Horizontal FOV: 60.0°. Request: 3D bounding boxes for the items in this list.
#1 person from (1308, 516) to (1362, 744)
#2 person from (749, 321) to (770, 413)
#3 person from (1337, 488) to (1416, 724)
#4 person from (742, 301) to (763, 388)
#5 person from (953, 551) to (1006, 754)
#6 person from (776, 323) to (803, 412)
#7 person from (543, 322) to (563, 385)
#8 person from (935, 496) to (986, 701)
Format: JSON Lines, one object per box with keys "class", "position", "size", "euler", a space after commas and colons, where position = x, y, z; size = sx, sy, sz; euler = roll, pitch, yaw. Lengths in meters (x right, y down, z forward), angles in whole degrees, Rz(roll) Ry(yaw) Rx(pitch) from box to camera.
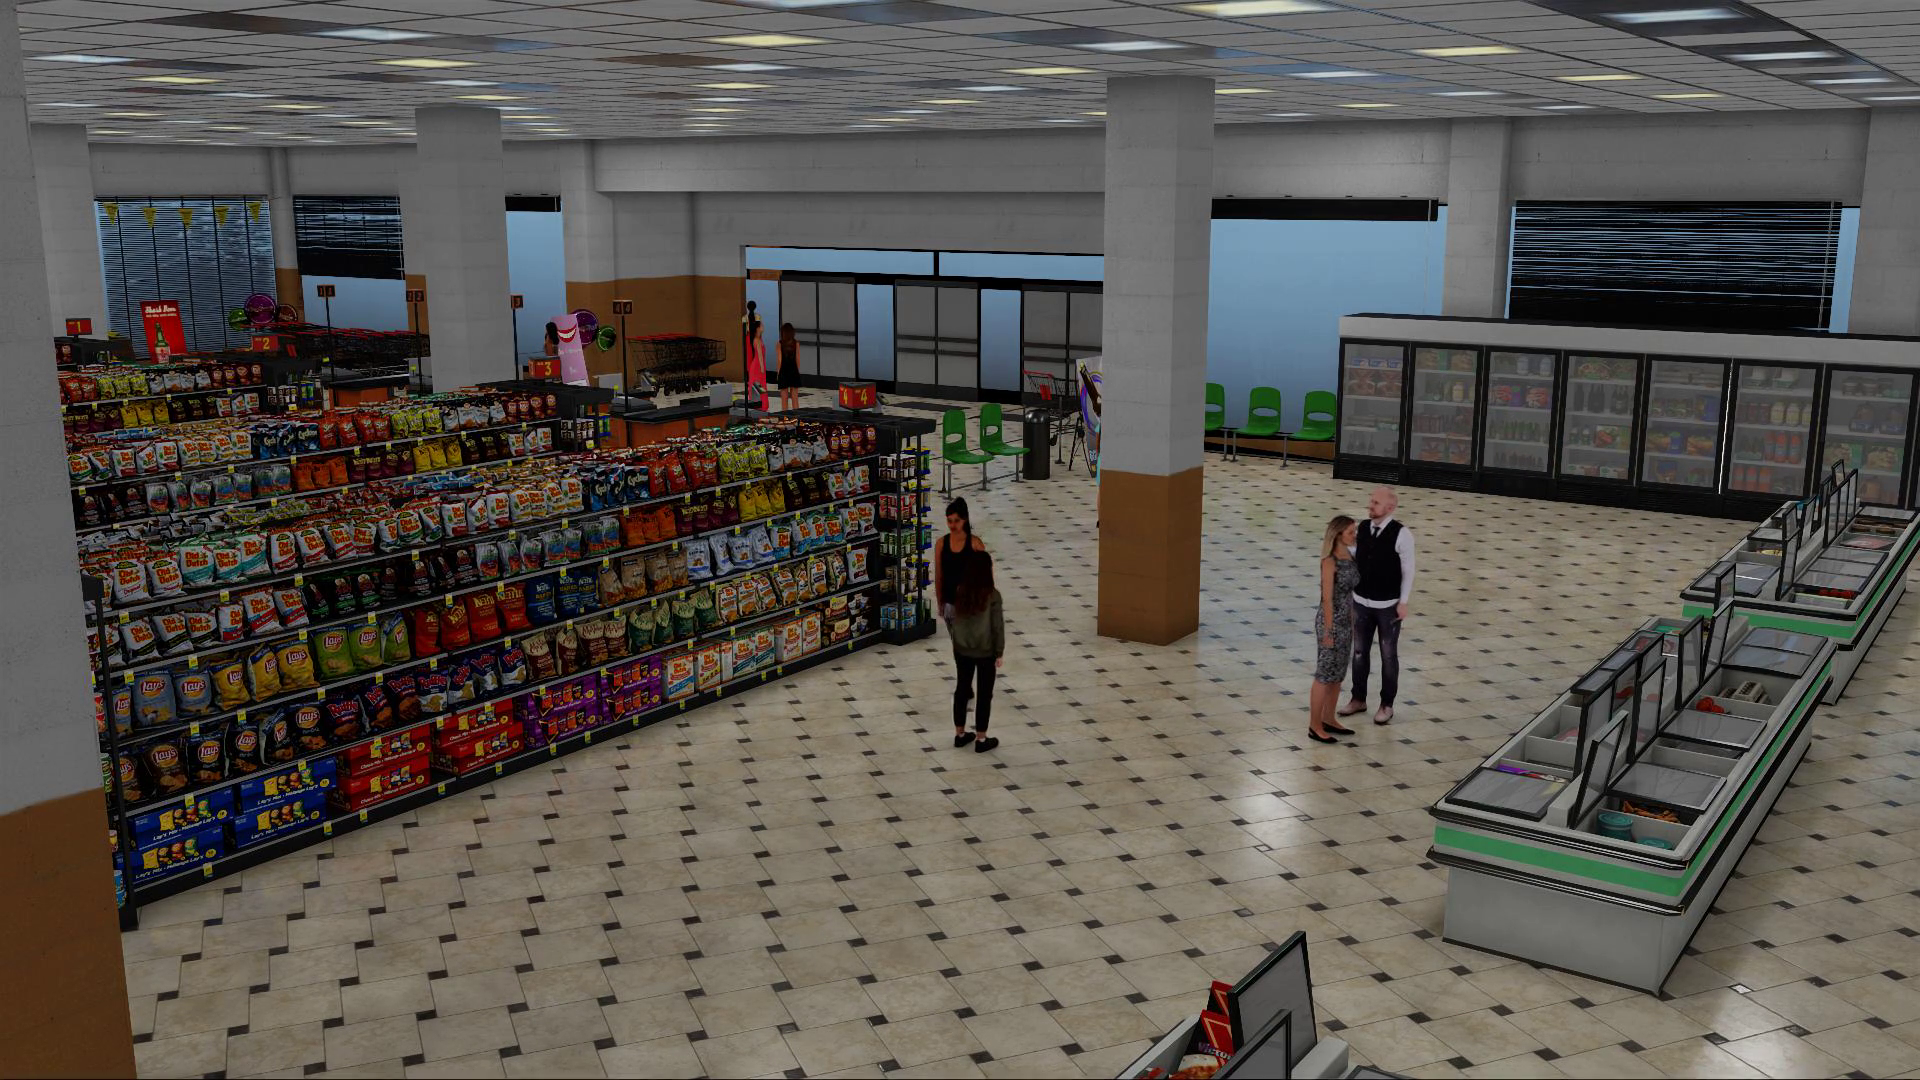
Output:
{"class": "person", "position": [2.764, 0.647, 12.337], "size": [0.604, 1.699, 0.425], "euler": [8, 14, 34]}
{"class": "person", "position": [-3.648, -3.102, 30.074], "size": [0.748, 1.727, 0.713], "euler": [-4, 13, -19]}
{"class": "person", "position": [3.223, 0.486, 12.805], "size": [0.718, 1.823, 0.646], "euler": [11, 16, 42]}
{"class": "person", "position": [-4.300, -4.076, 34.540], "size": [0.638, 1.793, 0.742], "euler": [-5, 13, -23]}
{"class": "person", "position": [0.110, 0.805, 12.134], "size": [0.576, 1.474, 0.499], "euler": [7, 14, 31]}
{"class": "person", "position": [-2.905, -2.763, 28.204], "size": [0.627, 1.835, 0.722], "euler": [-5, 13, -22]}
{"class": "person", "position": [-7.534, -3.216, 30.817], "size": [0.784, 1.645, 0.643], "euler": [1, 12, 7]}
{"class": "person", "position": [0.054, 0.461, 13.311], "size": [0.788, 1.662, 0.938], "euler": [2, 12, 11]}
